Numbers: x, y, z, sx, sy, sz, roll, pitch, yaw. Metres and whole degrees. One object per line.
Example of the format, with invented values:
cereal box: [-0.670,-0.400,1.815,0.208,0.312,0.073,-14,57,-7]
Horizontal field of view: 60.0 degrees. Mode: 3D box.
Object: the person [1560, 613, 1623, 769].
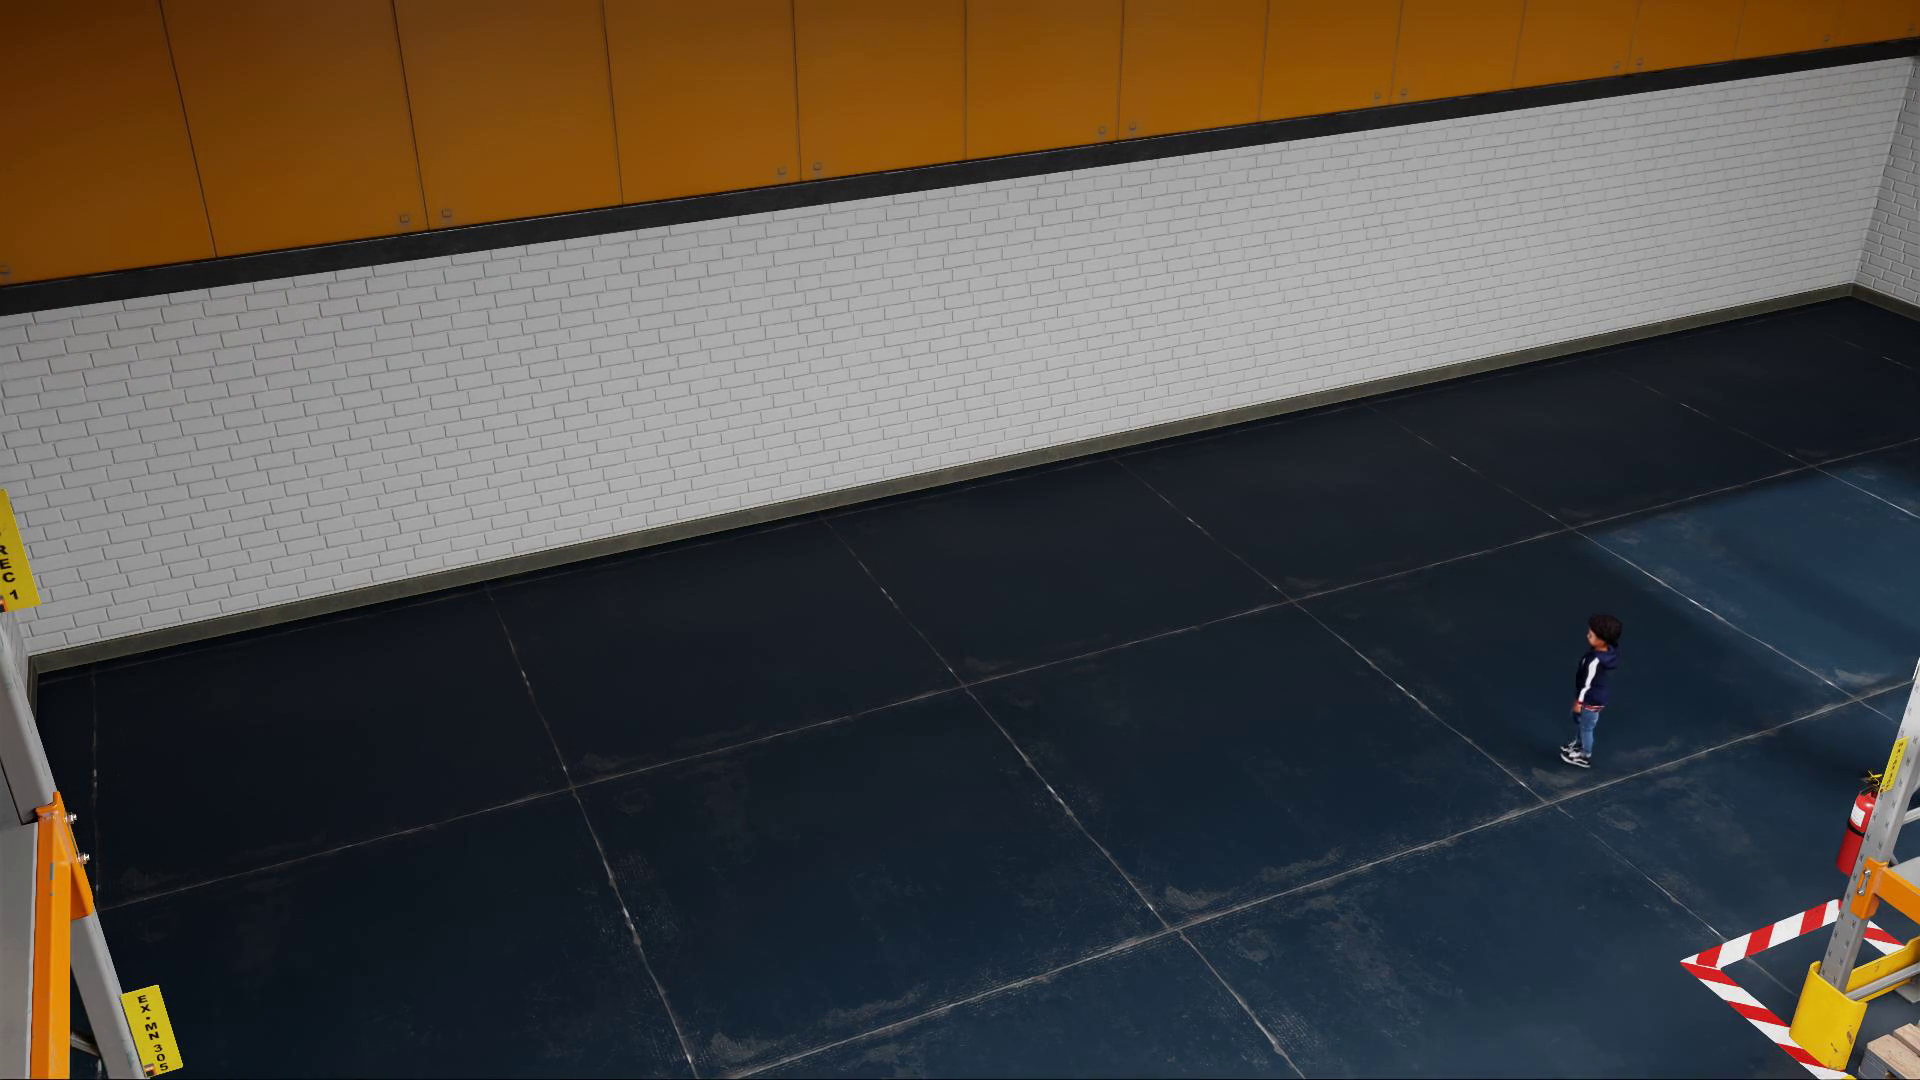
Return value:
person: [4.414,1.055,11.466,0.633,1.218,0.606,17,33,28]
